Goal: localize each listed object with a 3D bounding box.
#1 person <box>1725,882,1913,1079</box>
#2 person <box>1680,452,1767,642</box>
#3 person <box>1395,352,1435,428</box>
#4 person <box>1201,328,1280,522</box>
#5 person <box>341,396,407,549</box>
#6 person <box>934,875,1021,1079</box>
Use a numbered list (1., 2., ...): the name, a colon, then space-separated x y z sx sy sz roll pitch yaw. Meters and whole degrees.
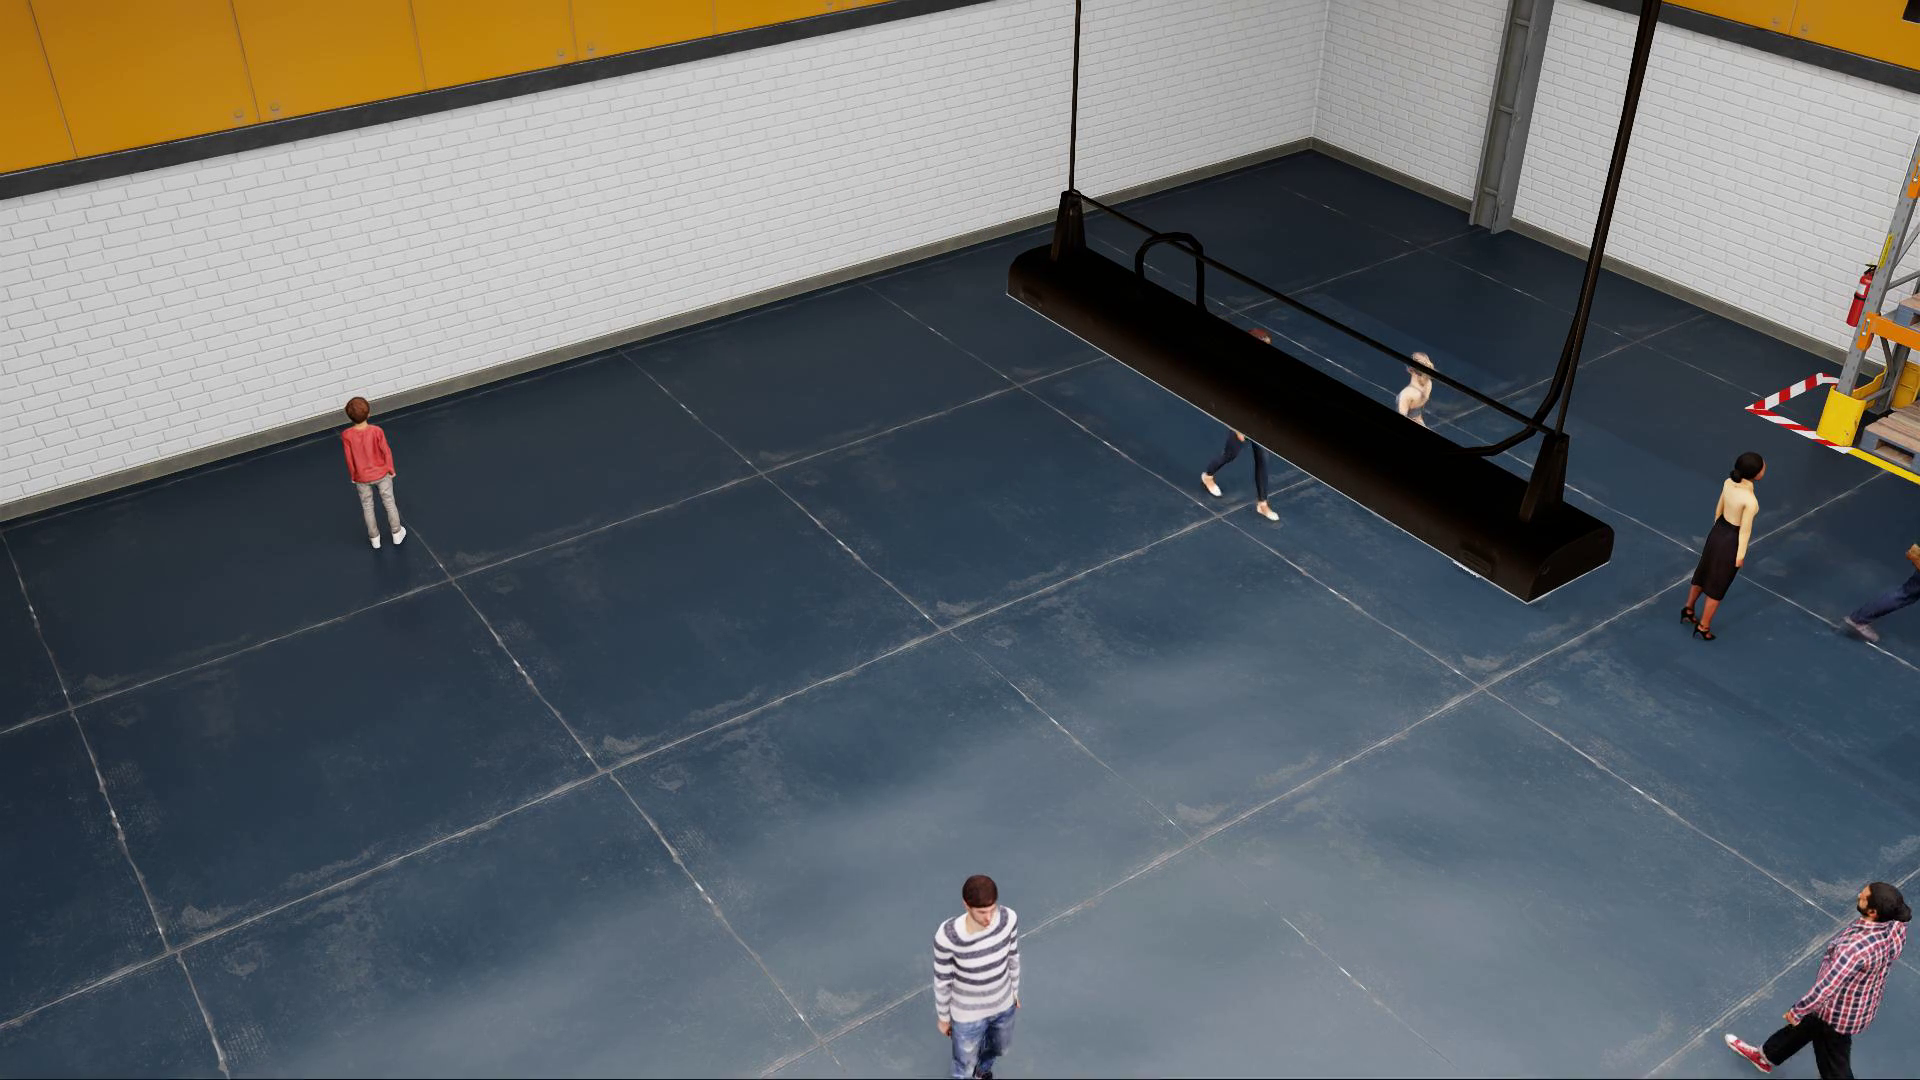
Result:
1. person: 4.896 2.601 9.127 0.761 1.719 1.095 -24 41 -32
2. person: 5.992 0.042 13.039 0.707 1.651 0.604 -6 34 -8
3. person: 3.923 -0.796 14.298 0.561 1.652 1.118 -21 39 -29
4. person: 2.459 -1.061 14.611 0.675 1.746 1.115 -25 41 -32
5. person: -5.026 -0.580 14.187 0.577 1.416 0.564 -9 35 -13
6. person: 0.092 2.499 9.151 0.734 1.862 0.822 -14 36 -20
